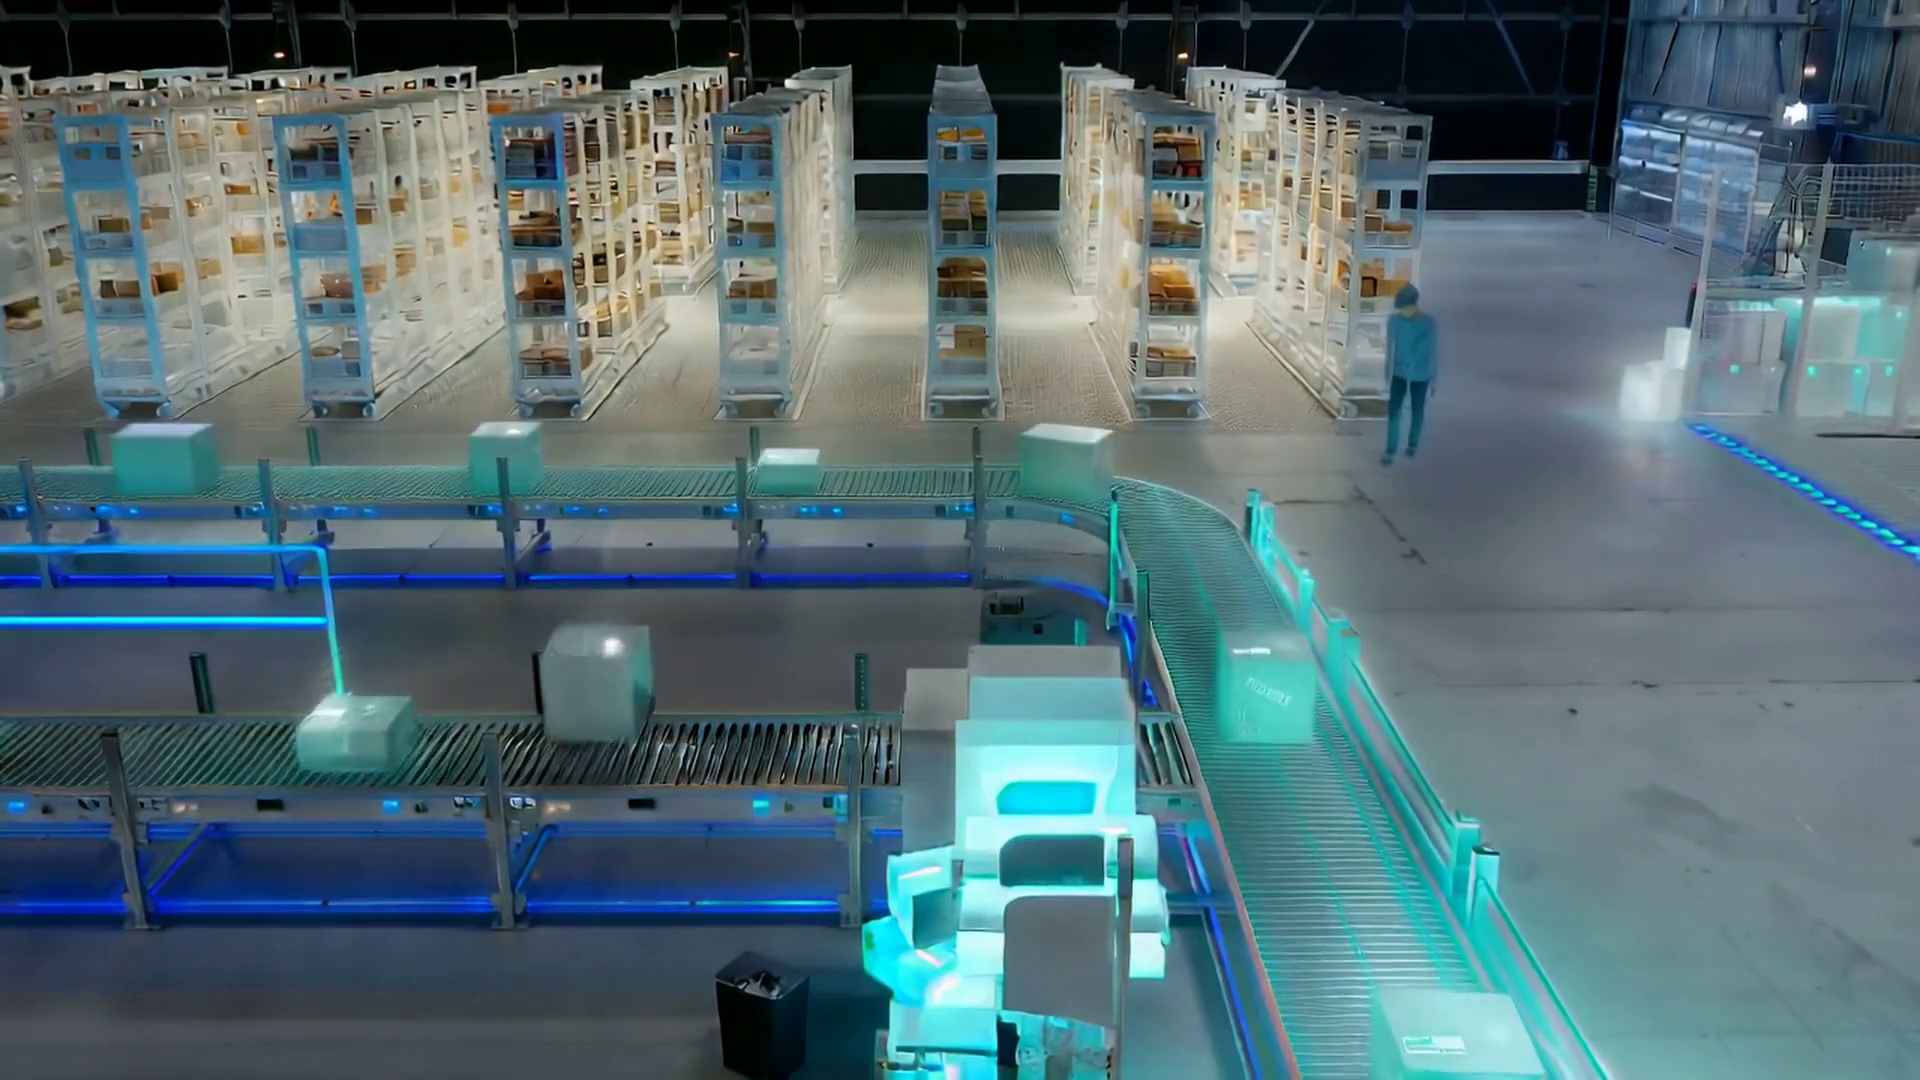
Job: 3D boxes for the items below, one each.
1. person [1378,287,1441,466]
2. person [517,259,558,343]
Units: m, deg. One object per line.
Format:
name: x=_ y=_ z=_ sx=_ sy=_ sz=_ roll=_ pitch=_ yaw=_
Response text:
person: x=4.816 y=-1.745 z=17.887 sx=0.650 sy=1.920 sz=1.002 roll=10 pitch=20 yaw=28
person: x=-6.008 y=-3.601 z=23.789 sx=0.596 sy=1.817 sz=0.641 roll=-1 pitch=18 yaw=-2
